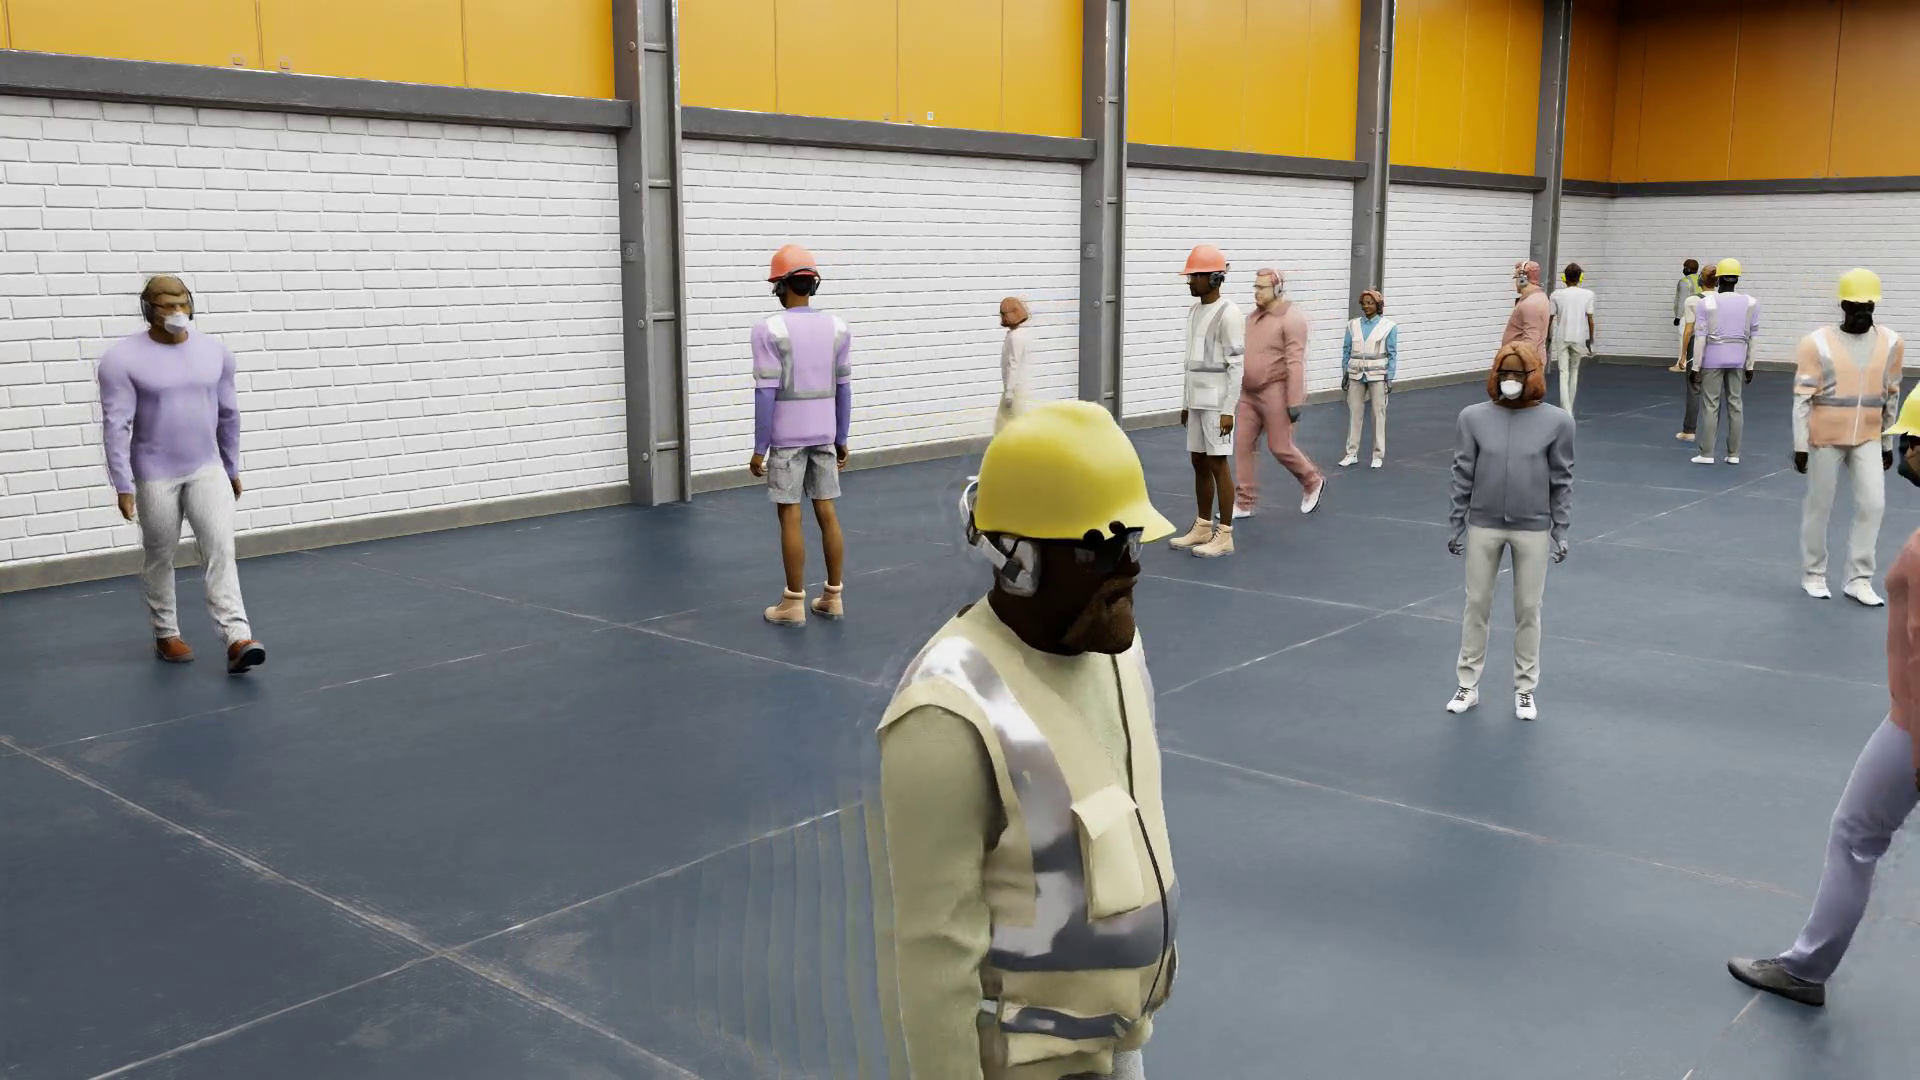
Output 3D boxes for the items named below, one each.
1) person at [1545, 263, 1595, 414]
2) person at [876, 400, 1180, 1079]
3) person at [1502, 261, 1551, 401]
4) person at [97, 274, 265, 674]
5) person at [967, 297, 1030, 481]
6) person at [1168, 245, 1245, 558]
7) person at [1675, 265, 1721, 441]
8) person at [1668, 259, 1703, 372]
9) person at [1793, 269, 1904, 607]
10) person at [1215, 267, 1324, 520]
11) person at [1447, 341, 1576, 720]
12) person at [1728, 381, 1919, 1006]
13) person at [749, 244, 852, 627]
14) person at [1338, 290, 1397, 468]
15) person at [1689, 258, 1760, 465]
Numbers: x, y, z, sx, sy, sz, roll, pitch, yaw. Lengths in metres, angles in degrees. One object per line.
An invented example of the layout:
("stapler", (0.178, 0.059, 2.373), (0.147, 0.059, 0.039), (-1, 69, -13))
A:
("person", (7.155, -2.324, 19.611), (0.560, 1.824, 0.887), (2, 10, 9))
("person", (0.065, 0.691, 2.472), (0.531, 1.817, 0.617), (6, 11, 29))
("person", (5.150, -1.585, 15.201), (0.402, 1.904, 0.638), (4, 11, 23))
("person", (-3.664, -0.295, 7.863), (0.659, 1.889, 1.011), (-9, 13, -42))
("person", (0.444, -1.280, 14.304), (0.701, 1.606, 0.519), (0, 10, -3))
("person", (1.608, -0.904, 10.923), (0.393, 2.041, 0.614), (-4, 11, -20))
("person", (7.798, -1.949, 17.433), (0.506, 1.846, 0.345), (0, 10, -2))
("person", (11.946, -3.685, 27.331), (0.627, 1.844, 0.429), (-7, 12, -35))
("person", (5.043, -0.569, 9.417), (0.610, 1.898, 0.751), (1, 10, 5))
("person", (2.331, -1.086, 12.410), (0.837, 1.881, 0.658), (-6, 12, -30))
("person", (2.361, -0.039, 7.161), (0.507, 1.631, 0.270), (4, 11, 24))
("person", (2.501, 0.443, 4.168), (0.536, 1.723, 0.915), (-7, 12, -35))
("person", (-0.872, -0.556, 8.946), (0.615, 2.038, 0.395), (-8, 13, -38))
("person", (3.771, -1.483, 15.363), (0.514, 1.642, 0.310), (7, 12, 34))
("person", (7.118, -1.657, 15.541), (0.593, 1.924, 0.384), (0, 10, 0))
